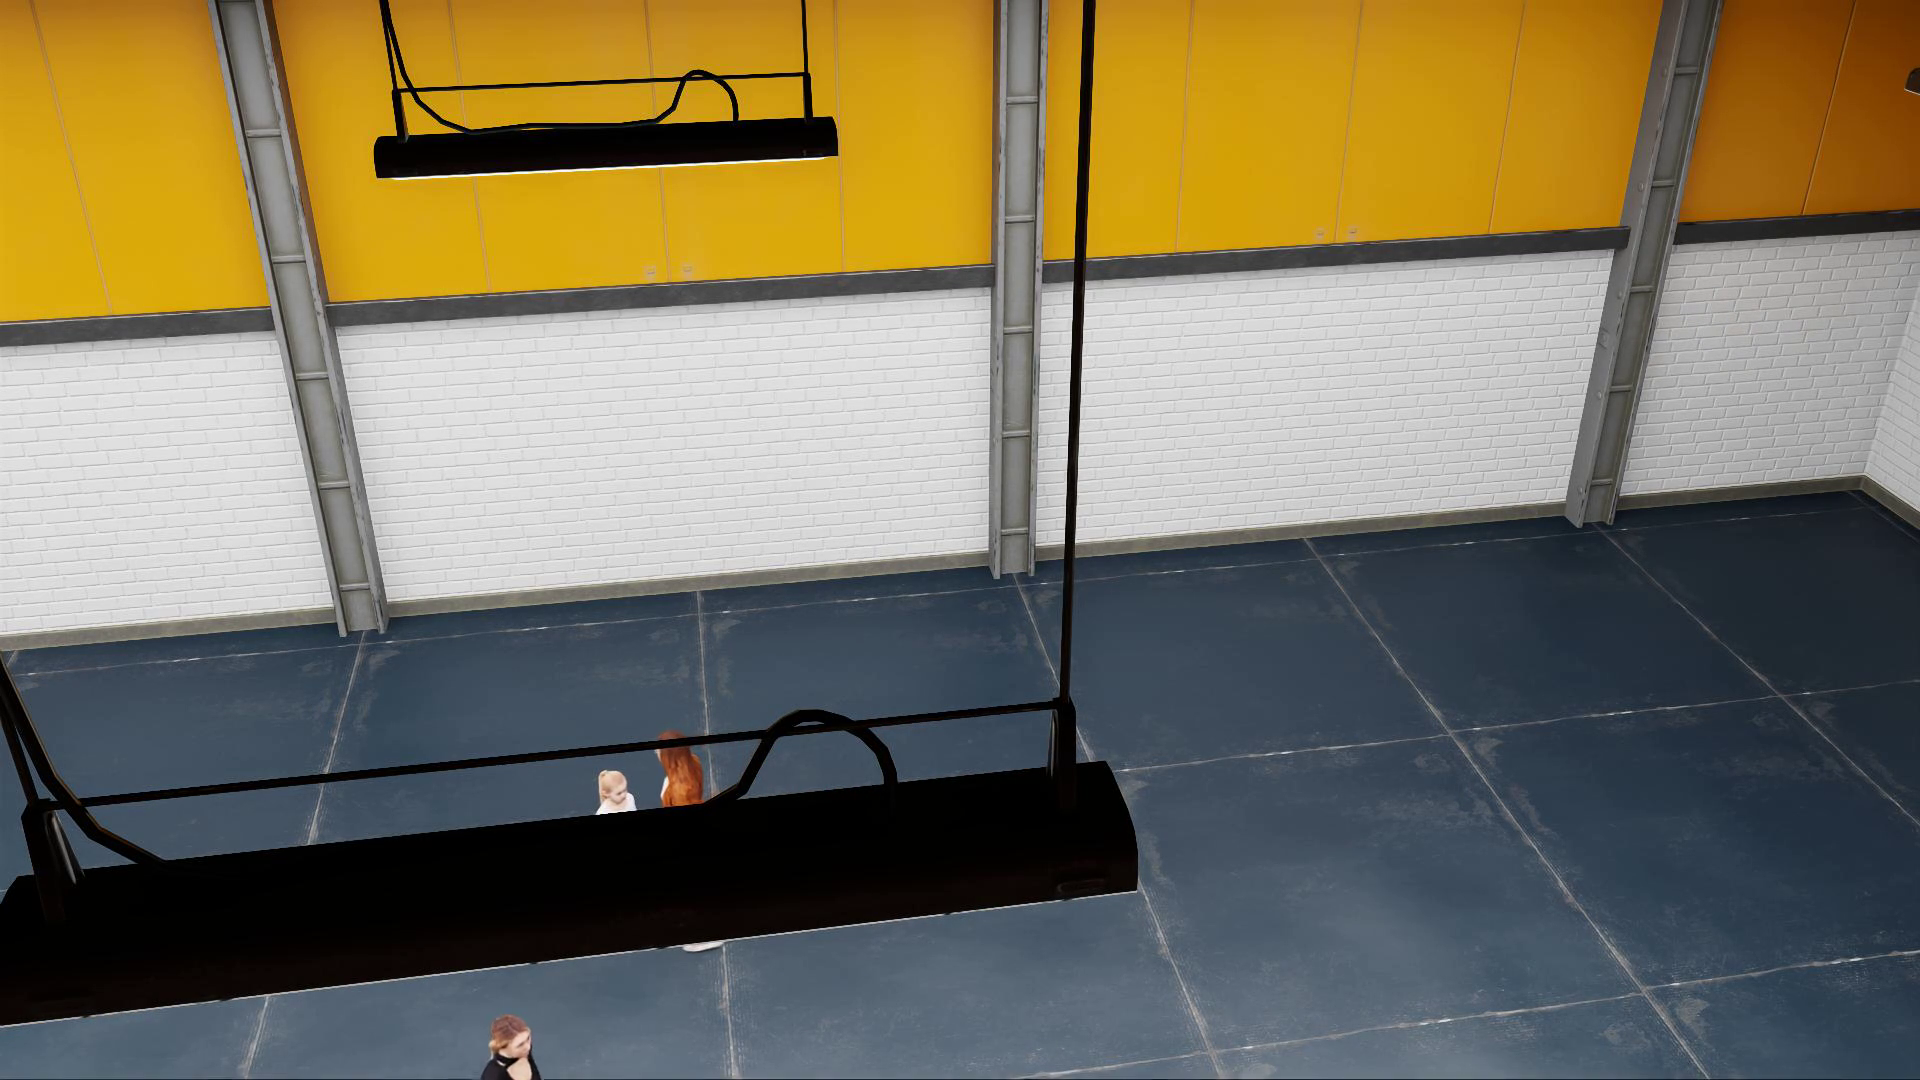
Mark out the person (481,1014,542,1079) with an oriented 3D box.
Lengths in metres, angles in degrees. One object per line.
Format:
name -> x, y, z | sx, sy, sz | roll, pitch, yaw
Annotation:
person -> -2.423, 3.190, 8.909 | 1.145, 1.724, 0.969 | 12, 31, 20

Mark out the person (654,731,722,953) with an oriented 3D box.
person -> -1.770, 1.982, 11.138 | 0.652, 1.711, 0.670 | 1, 29, 2

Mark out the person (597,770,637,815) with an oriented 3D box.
person -> -2.331, 2.103, 11.370 | 0.627, 1.275, 0.561 | 21, 35, 33
